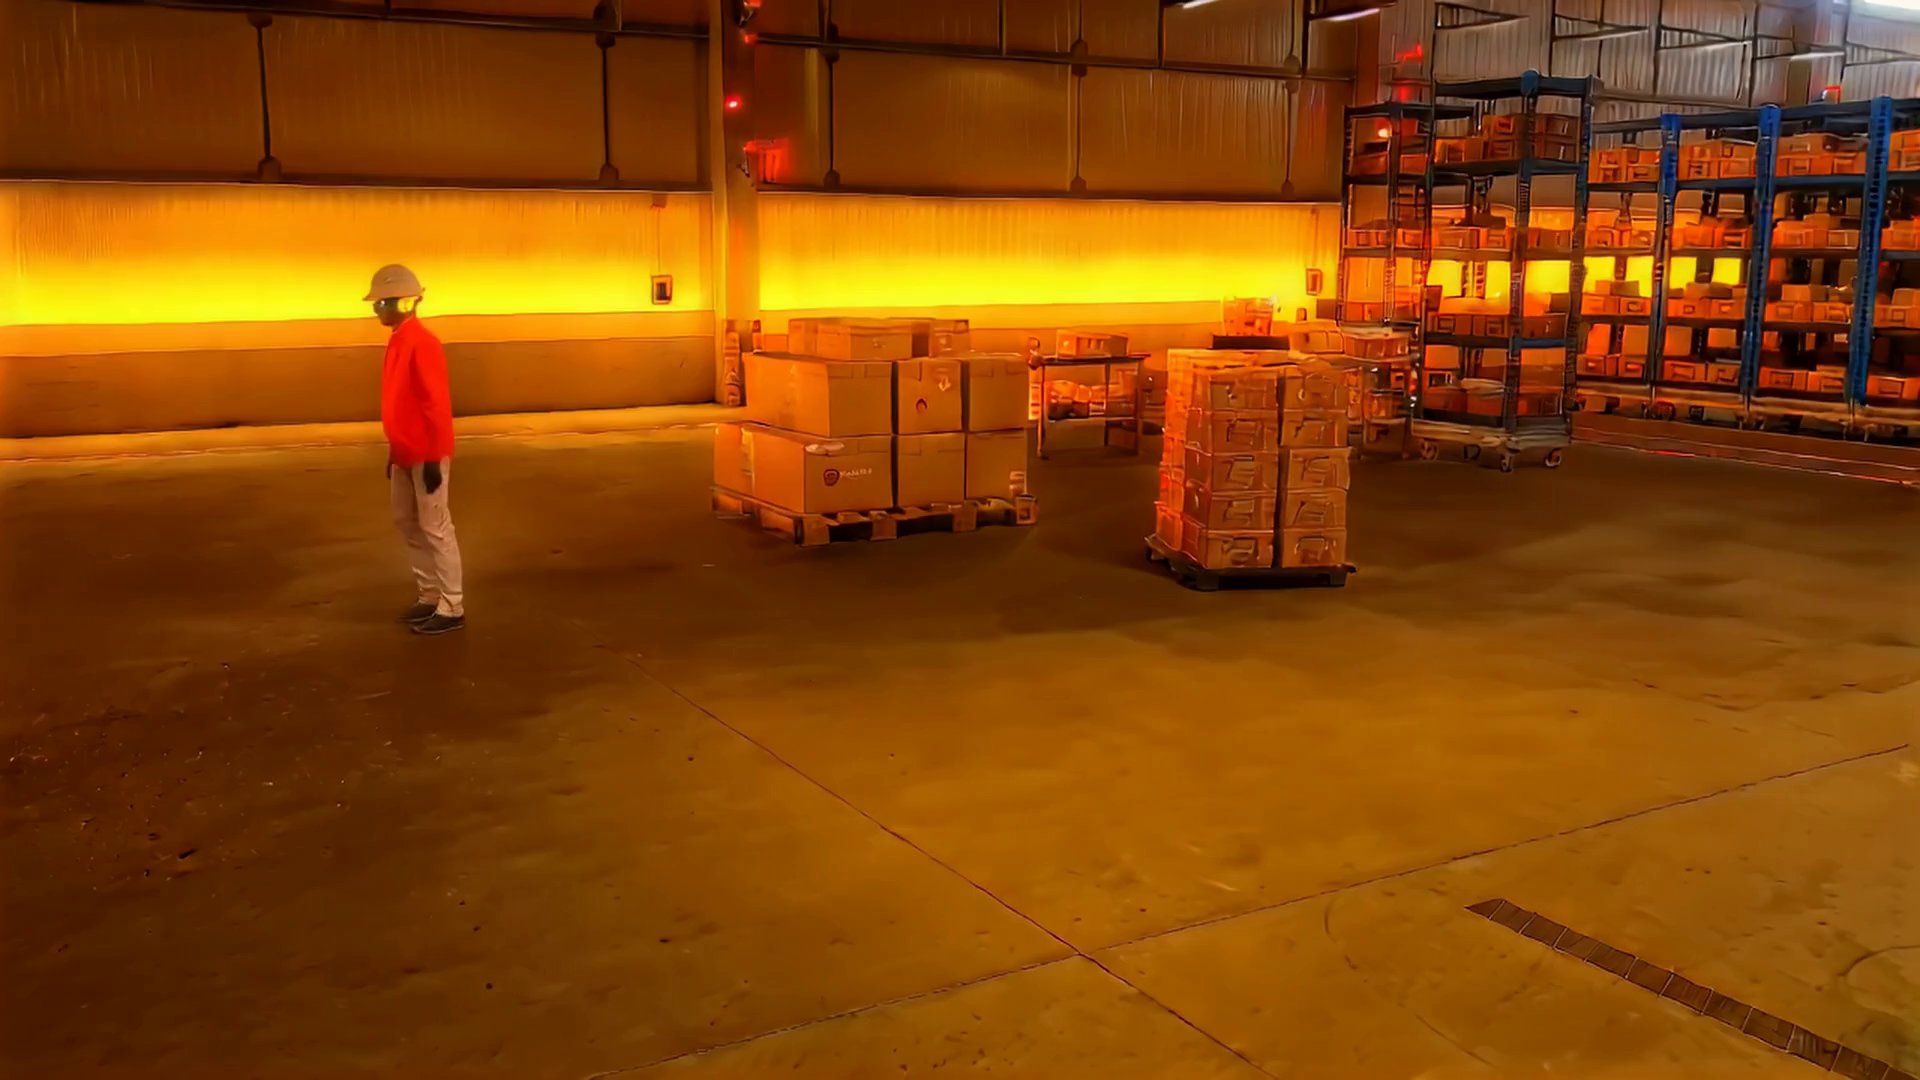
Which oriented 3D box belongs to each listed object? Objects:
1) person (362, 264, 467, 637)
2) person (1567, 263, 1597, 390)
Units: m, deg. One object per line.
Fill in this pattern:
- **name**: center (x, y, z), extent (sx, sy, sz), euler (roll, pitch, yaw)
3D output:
- **person**: center (-2.919, -0.467, 8.877), extent (0.415, 1.984, 0.615), euler (-8, 13, -38)
- **person**: center (8.930, -3.047, 23.858), extent (0.386, 1.845, 0.564), euler (3, 10, 16)
